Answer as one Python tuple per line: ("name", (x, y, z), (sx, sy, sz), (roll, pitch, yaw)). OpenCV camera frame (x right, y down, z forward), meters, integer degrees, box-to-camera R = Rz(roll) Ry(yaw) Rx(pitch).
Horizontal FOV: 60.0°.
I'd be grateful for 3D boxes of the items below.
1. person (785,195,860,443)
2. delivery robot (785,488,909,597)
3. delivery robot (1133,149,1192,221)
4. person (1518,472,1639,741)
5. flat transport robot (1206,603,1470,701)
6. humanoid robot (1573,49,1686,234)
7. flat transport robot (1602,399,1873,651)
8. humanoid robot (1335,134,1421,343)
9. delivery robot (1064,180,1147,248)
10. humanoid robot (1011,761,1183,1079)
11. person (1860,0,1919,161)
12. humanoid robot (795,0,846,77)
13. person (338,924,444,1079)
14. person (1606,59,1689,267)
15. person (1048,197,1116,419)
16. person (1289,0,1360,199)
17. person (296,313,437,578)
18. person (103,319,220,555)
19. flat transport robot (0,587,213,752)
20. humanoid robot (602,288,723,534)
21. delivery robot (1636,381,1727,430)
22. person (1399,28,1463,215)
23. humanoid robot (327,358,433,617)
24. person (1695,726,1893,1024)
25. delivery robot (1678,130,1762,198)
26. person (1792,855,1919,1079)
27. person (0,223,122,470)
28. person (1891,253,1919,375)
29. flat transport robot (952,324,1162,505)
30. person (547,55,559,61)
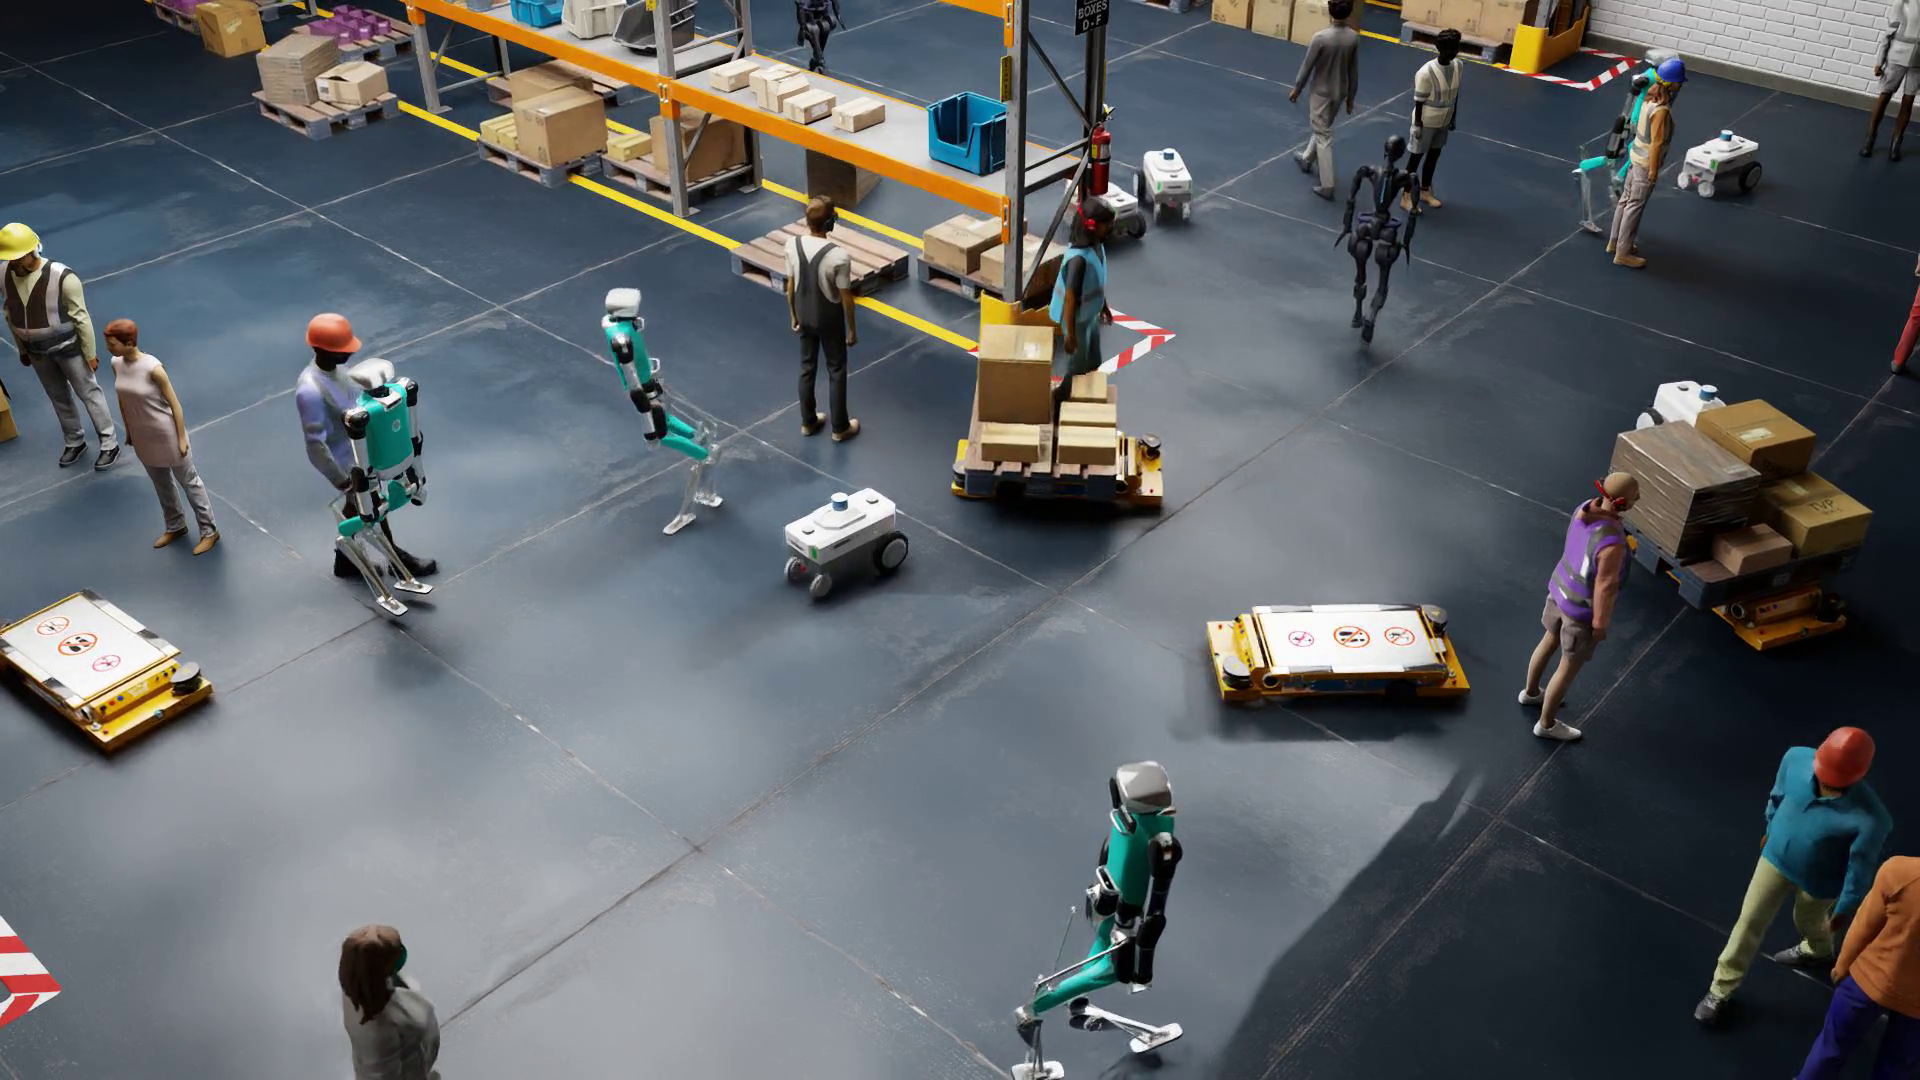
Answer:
("person", (-0.959, -1.531, 11.651), (0.517, 1.838, 0.348), (14, 37, 20))
("delivery robot", (-0.737, -0.026, 10.612), (0.811, 0.613, 0.499), (-27, 43, -33))
("delivery robot", (1.909, -3.318, 15.382), (0.499, 0.613, 0.807), (-3, 35, -4))
("person", (3.382, 0.349, 9.058), (0.354, 1.685, 0.486), (-1, 35, -2))
("flat transport robot", (2.224, 0.666, 9.845), (1.431, 0.231, 0.659), (-1, 35, -1))
("humanoid robot", (5.774, -3.474, 14.583), (0.546, 1.803, 0.781), (-13, 37, -18))
("flat transport robot", (4.847, 0.162, 10.575), (0.659, 0.231, 1.431), (-12, 36, -17))
("humanoid robot", (3.224, -2.352, 12.996), (0.599, 1.637, 0.635), (13, 37, 18))
("delivery robot", (1.282, -2.959, 14.863), (0.499, 0.614, 0.804), (-21, 40, -27))
("humanoid robot", (0.514, 1.710, 7.076), (1.037, 1.750, 0.547), (-10, 36, -14))
("person", (9.156, -4.630, 16.068), (0.547, 1.924, 0.387), (13, 37, 18))
("humanoid robot", (-1.482, -5.517, 17.611), (0.614, 1.630, 0.792), (-29, 44, -35))
("person", (-2.219, 2.095, 6.584), (0.880, 1.613, 0.503), (-14, 37, -20))
("person", (5.848, -3.210, 14.130), (0.308, 1.777, 0.480), (4, 35, 5))
("person", (0.856, -1.532, 11.649), (0.458, 1.850, 0.552), (12, 36, 17))
("person", (3.391, -4.184, 15.483), (0.529, 1.844, 0.989), (-12, 36, -16))
("person", (-3.700, -0.528, 10.149), (0.636, 1.898, 0.585), (-3, 35, -4))
("person", (-5.082, -0.654, 10.532), (0.460, 1.656, 0.270), (10, 36, 15))
("flat transport robot", (-5.096, 0.723, 9.763), (1.431, 0.231, 0.659), (24, 41, 30))
("humanoid robot", (-1.803, -0.839, 10.726), (0.820, 1.770, 0.634), (-5, 35, -7))
("delivery robot", (5.205, -0.818, 11.756), (0.499, 0.608, 0.799), (-8, 35, -11))
("person", (4.280, -3.790, 15.046), (0.532, 1.693, 0.320), (-20, 39, -26))
("humanoid robot", (-3.529, -0.352, 9.910), (0.735, 1.677, 0.533), (16, 38, 22))
("person", (3.823, 1.442, 7.462), (0.869, 1.698, 0.570), (-18, 39, -25))
("delivery robot", (7.208, -3.582, 15.764), (0.784, 0.613, 0.523), (-21, 40, -27))
("person", (3.822, 1.786, 6.730), (0.516, 1.973, 0.403), (18, 39, 24))
("person", (-6.182, -1.323, 11.362), (0.589, 1.825, 0.403), (5, 35, 7))
("person", (7.404, -2.009, 12.399), (0.525, 1.772, 0.305), (25, 42, 32))
("flat transport robot", (0.681, -0.519, 11.562), (1.431, 0.231, 0.659), (3, 35, 4))
("person", (-4.560, -6.121, 18.374), (0.342, 1.746, 0.568), (-6, 35, -8))
